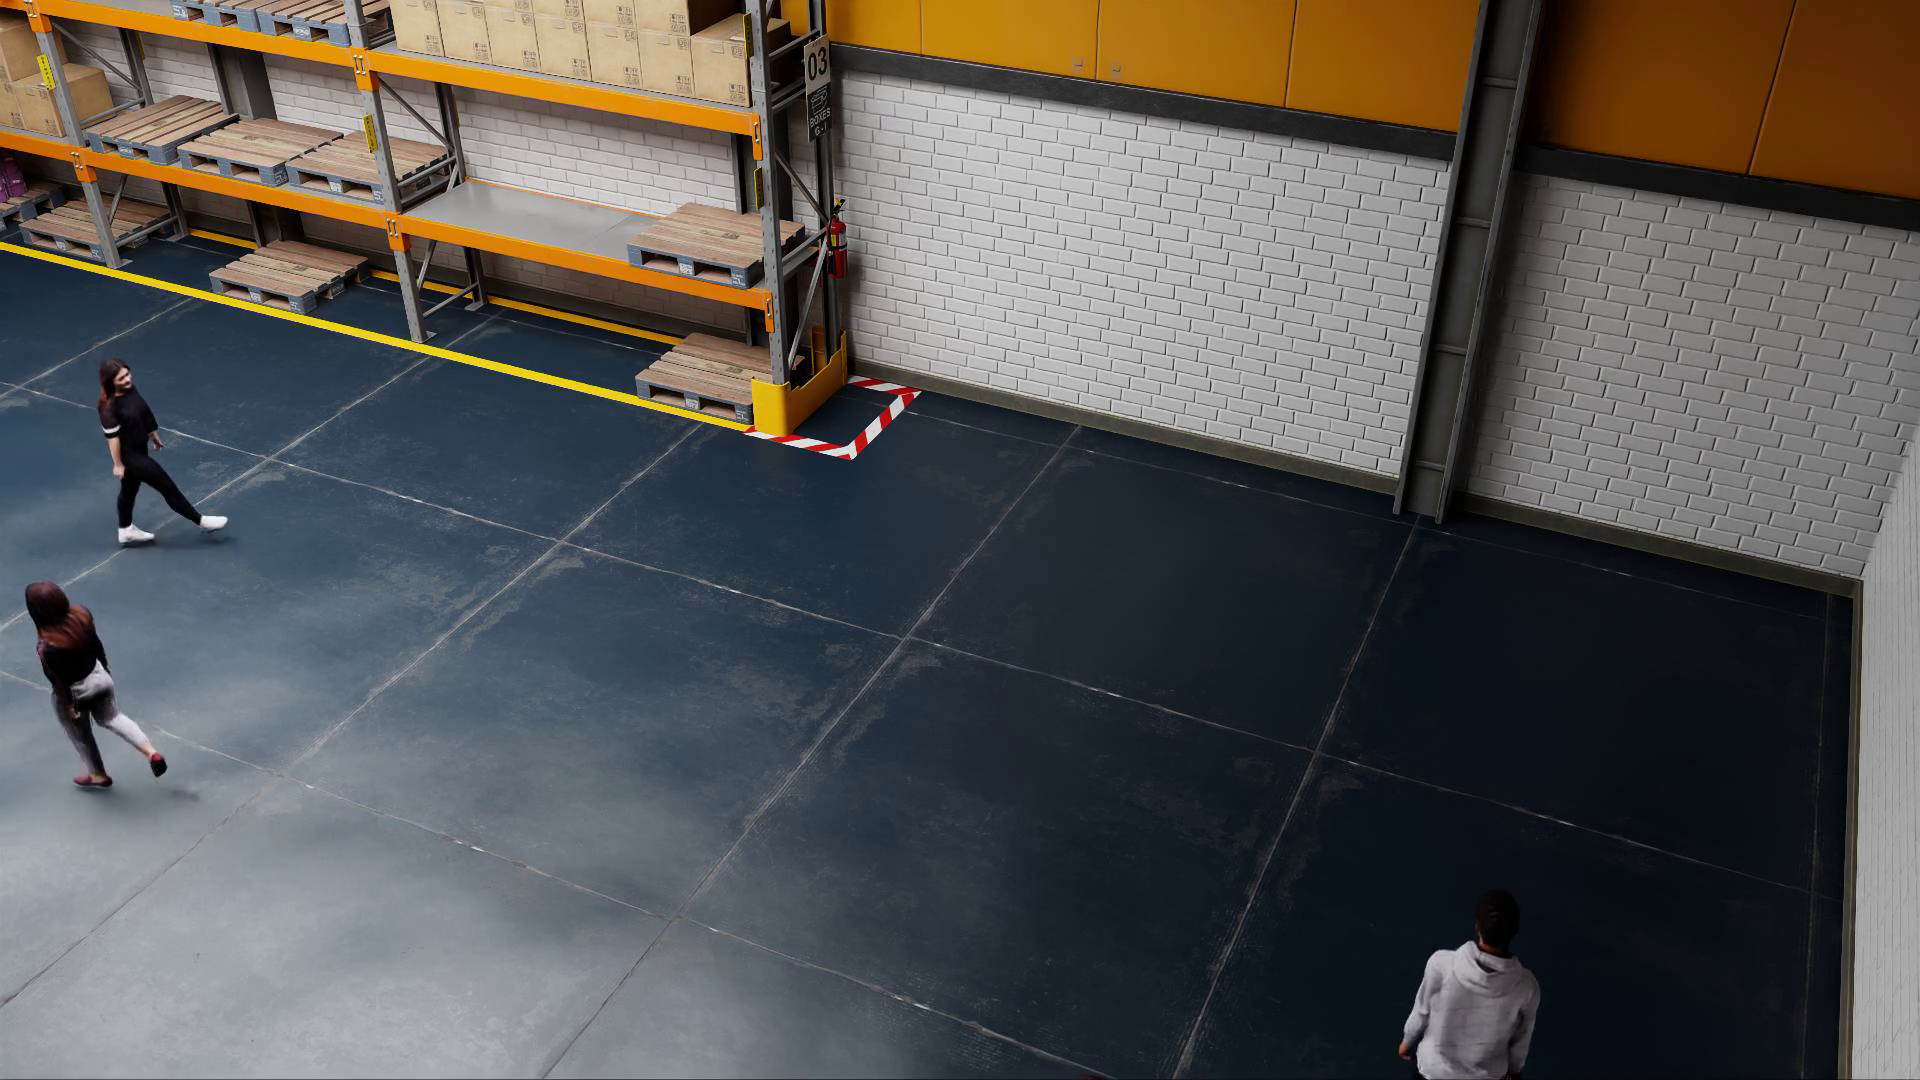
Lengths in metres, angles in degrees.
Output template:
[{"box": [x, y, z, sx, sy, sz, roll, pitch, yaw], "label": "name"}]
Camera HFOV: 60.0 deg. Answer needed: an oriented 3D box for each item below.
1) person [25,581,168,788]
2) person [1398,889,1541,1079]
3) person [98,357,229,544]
[{"box": [-5.316, 0.916, 10.188, 0.928, 1.592, 0.701, 8, 34, 12], "label": "person"}, {"box": [2.282, 2.447, 7.599, 0.713, 1.907, 0.804, 11, 35, 16], "label": "person"}, {"box": [-6.309, -0.641, 12.533, 1.181, 1.588, 0.960, -2, 34, -3], "label": "person"}]
